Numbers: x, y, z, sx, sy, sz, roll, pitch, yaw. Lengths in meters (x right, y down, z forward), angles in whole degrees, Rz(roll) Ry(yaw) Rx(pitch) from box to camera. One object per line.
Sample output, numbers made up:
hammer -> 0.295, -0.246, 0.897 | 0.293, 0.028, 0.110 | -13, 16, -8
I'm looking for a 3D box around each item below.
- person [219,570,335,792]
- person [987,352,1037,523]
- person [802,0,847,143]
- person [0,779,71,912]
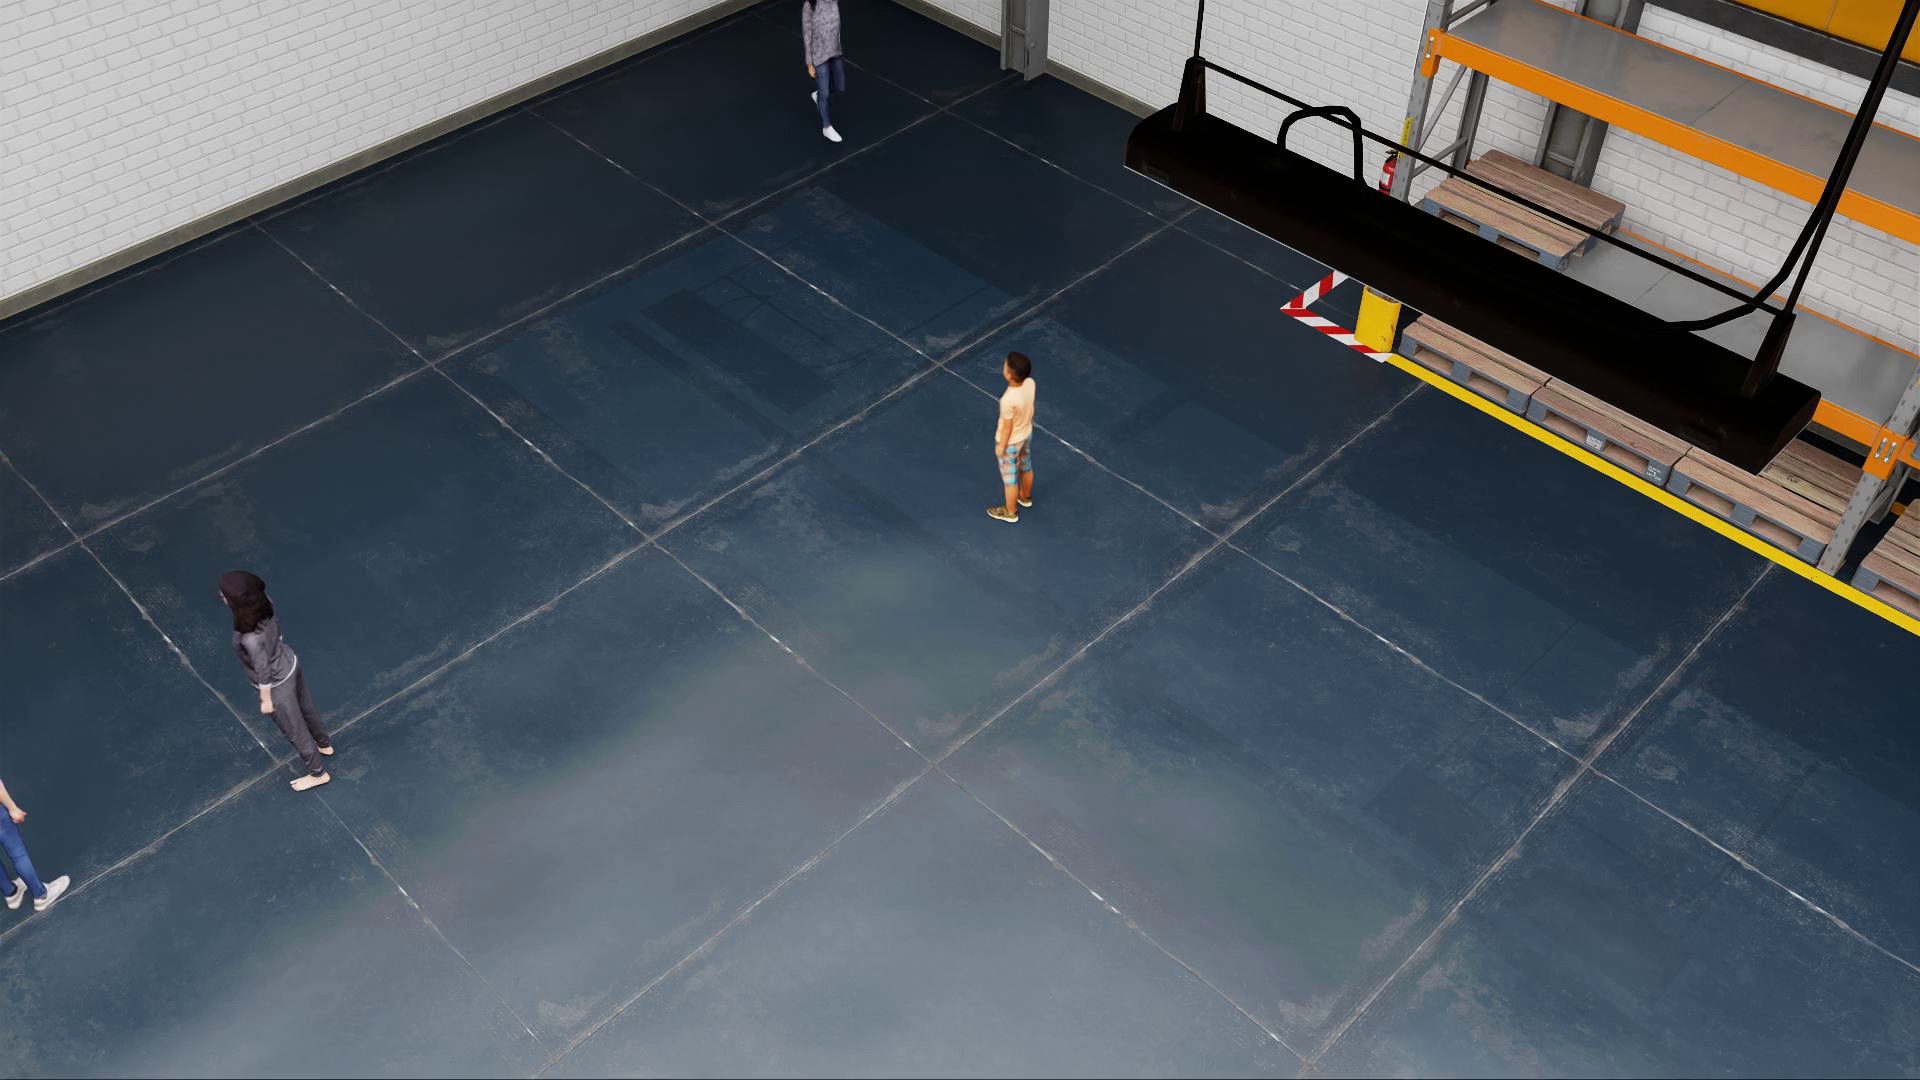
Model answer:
person -> -4.164, 0.840, 10.167 | 0.728, 1.765, 0.647 | -4, 44, -4
person -> 0.405, -0.758, 12.064 | 0.529, 1.461, 0.556 | 26, 49, 25
person -> -1.353, -4.700, 16.015 | 0.658, 1.718, 0.812 | -30, 51, -27
person -> -5.623, 1.506, 9.483 | 0.607, 1.742, 0.703 | 6, 44, 6
